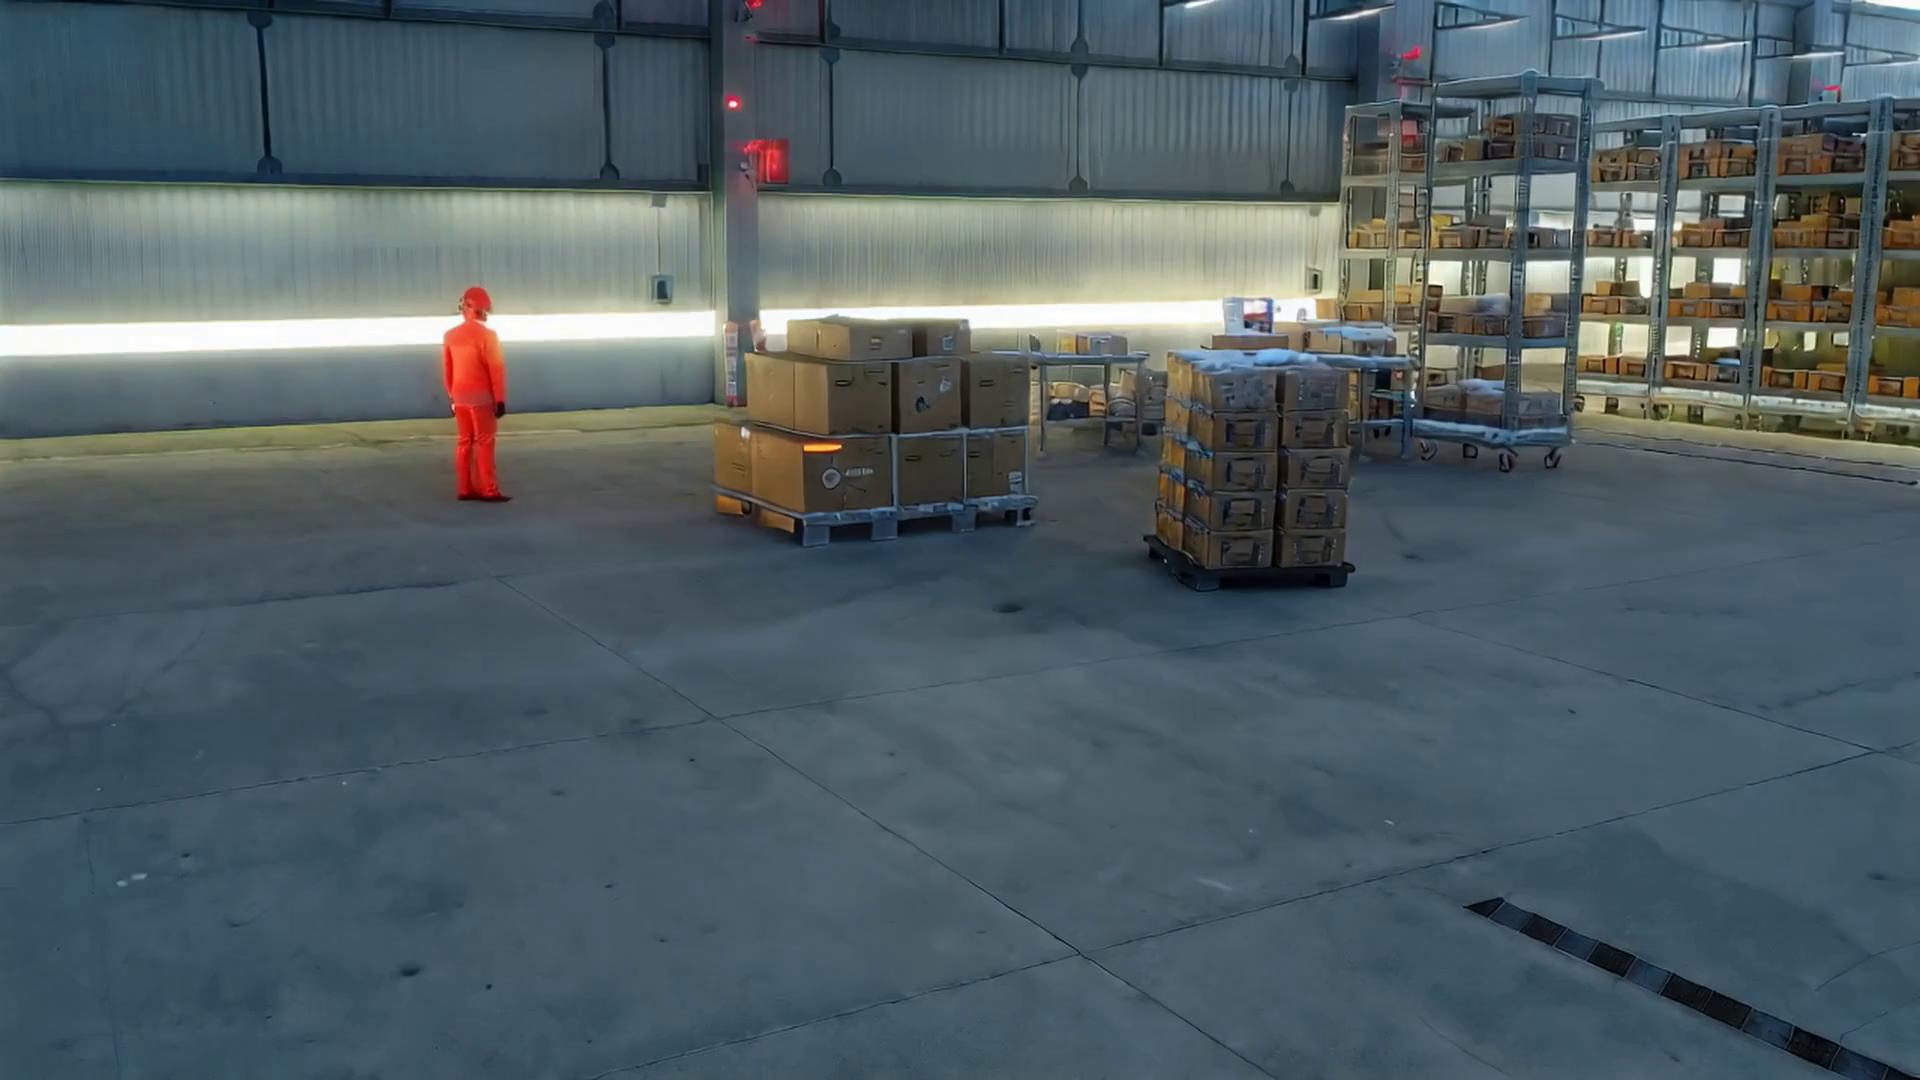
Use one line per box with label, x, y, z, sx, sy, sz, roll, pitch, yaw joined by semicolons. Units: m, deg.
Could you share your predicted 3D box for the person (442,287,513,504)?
person;-3.906;-1.170;13.489;0.573;1.749;0.343;5;11;27
